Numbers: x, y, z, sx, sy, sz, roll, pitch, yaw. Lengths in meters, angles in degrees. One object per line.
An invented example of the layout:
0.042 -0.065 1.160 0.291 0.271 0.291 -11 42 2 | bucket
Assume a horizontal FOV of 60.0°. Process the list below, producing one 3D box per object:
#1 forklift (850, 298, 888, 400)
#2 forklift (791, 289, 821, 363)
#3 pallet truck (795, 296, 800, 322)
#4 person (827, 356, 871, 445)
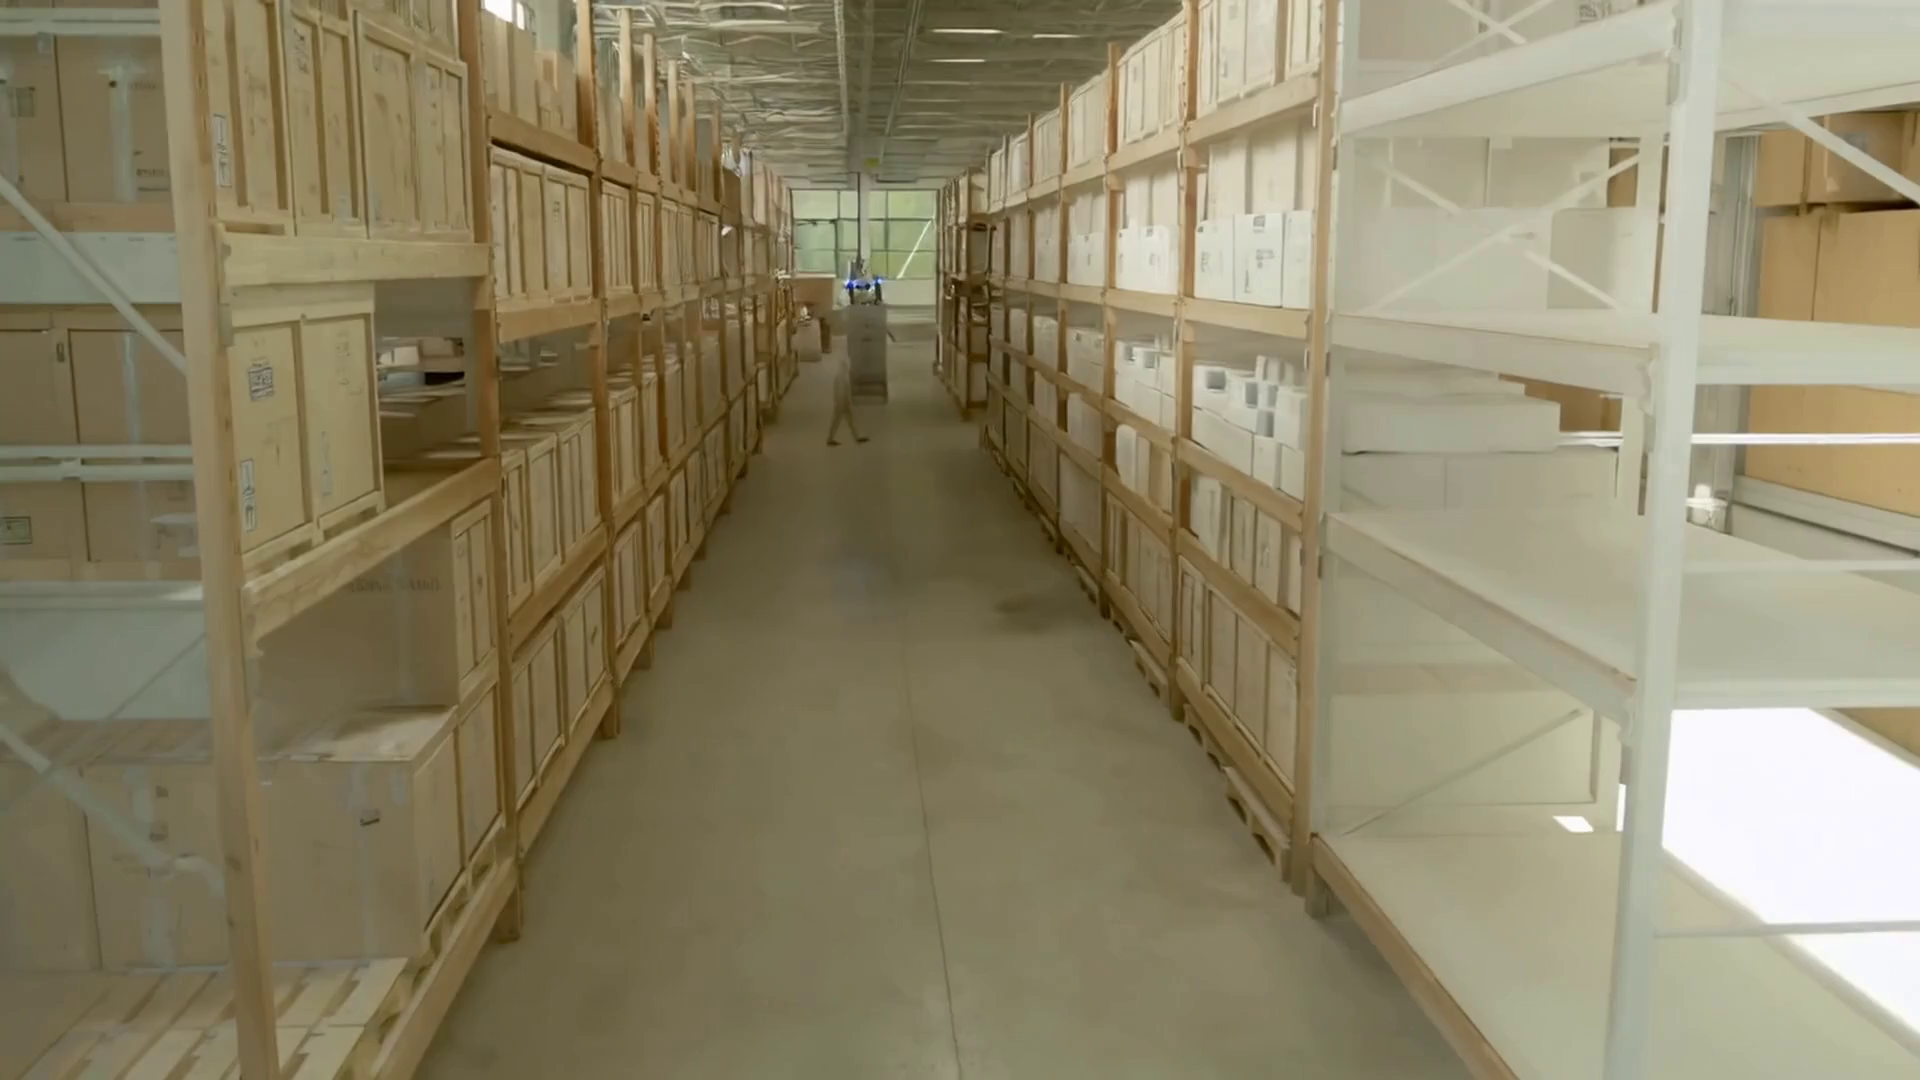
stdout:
-2.611 -5.380 46.605 1.129 2.768 1.873 -1 10 -3 | forklift
-5.981 -8.155 63.181 1.129 2.768 1.873 -2 10 -12 | forklift
-8.622 -12.439 91.403 1.885 1.965 0.823 2 10 13 | pallet truck
-2.351 -2.910 34.889 0.977 1.859 0.677 0 10 0 | person
